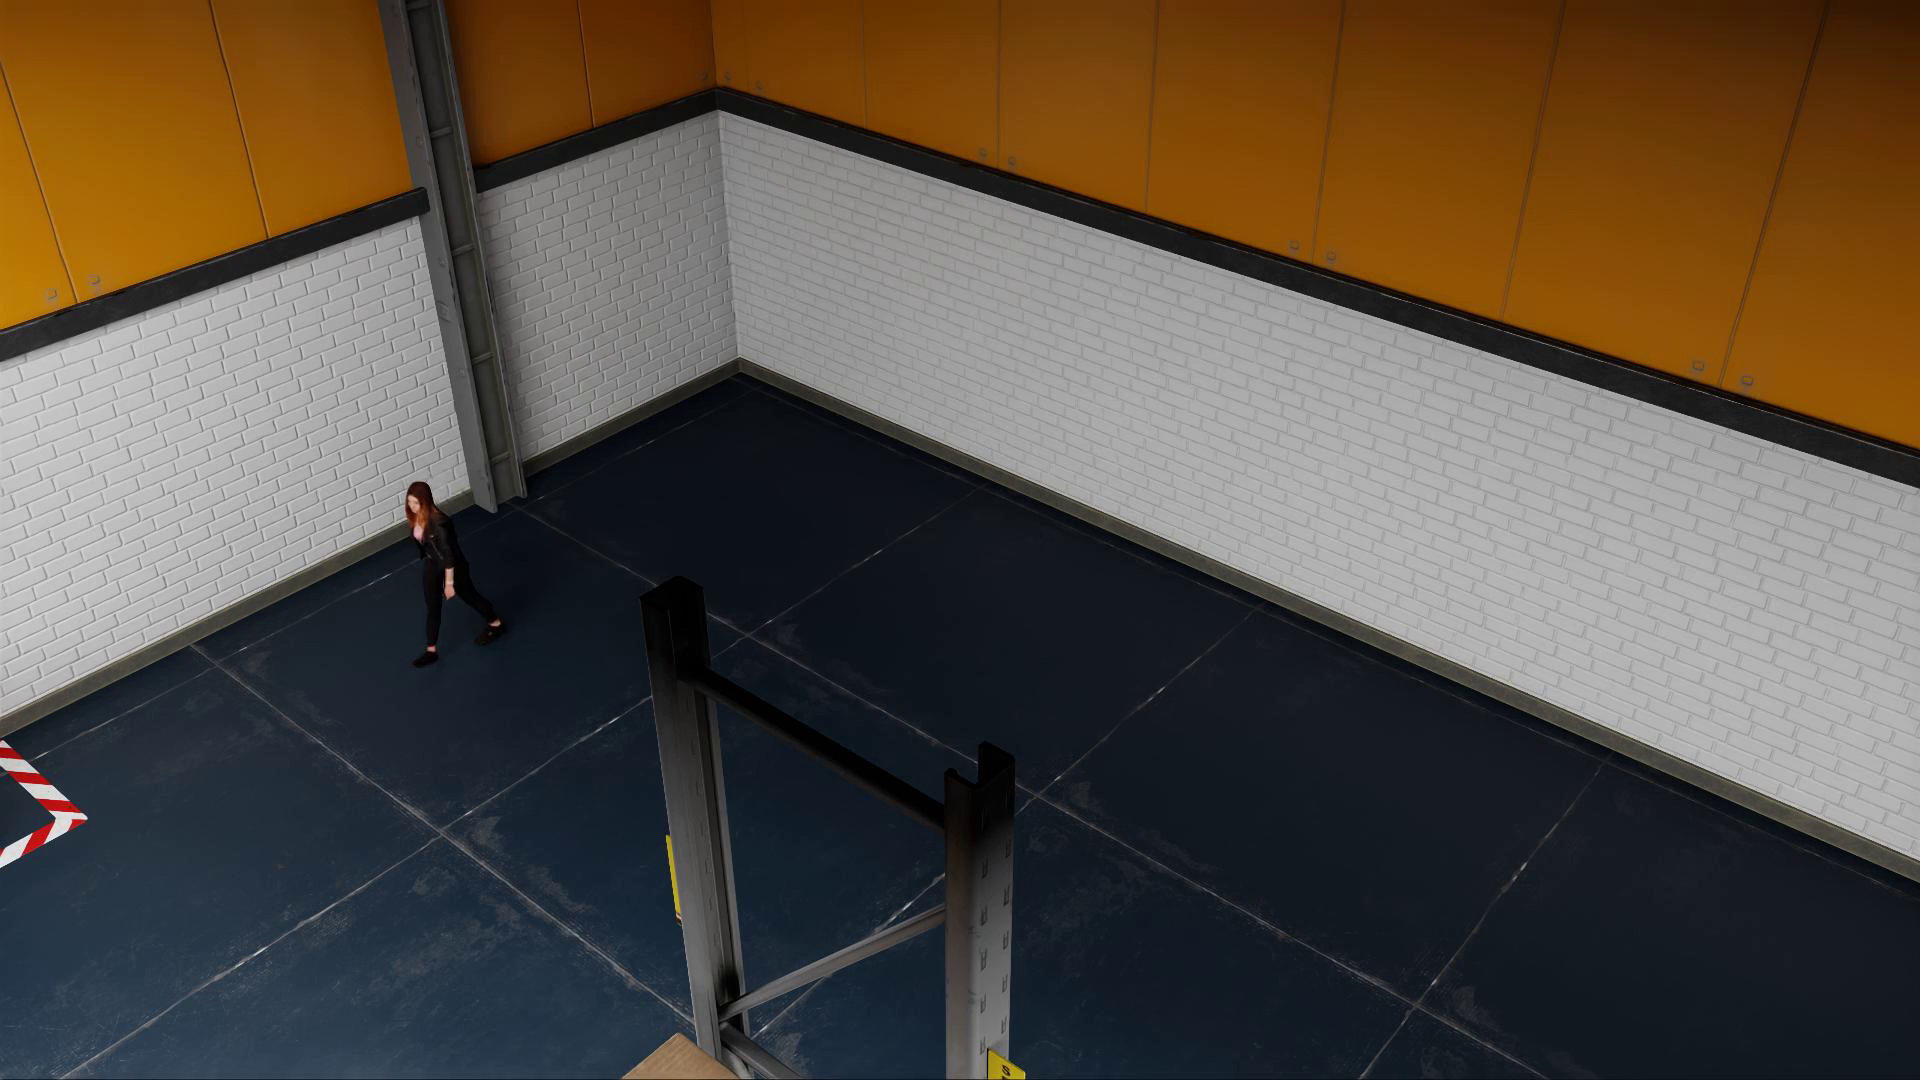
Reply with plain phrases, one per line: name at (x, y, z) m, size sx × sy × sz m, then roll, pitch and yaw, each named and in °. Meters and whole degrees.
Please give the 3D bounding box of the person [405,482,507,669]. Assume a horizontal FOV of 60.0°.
person at (-3.938, 0.179, 13.015) m, size 0.617 × 1.668 × 1.058 m, roll 29°, pitch 43°, yaw 36°
